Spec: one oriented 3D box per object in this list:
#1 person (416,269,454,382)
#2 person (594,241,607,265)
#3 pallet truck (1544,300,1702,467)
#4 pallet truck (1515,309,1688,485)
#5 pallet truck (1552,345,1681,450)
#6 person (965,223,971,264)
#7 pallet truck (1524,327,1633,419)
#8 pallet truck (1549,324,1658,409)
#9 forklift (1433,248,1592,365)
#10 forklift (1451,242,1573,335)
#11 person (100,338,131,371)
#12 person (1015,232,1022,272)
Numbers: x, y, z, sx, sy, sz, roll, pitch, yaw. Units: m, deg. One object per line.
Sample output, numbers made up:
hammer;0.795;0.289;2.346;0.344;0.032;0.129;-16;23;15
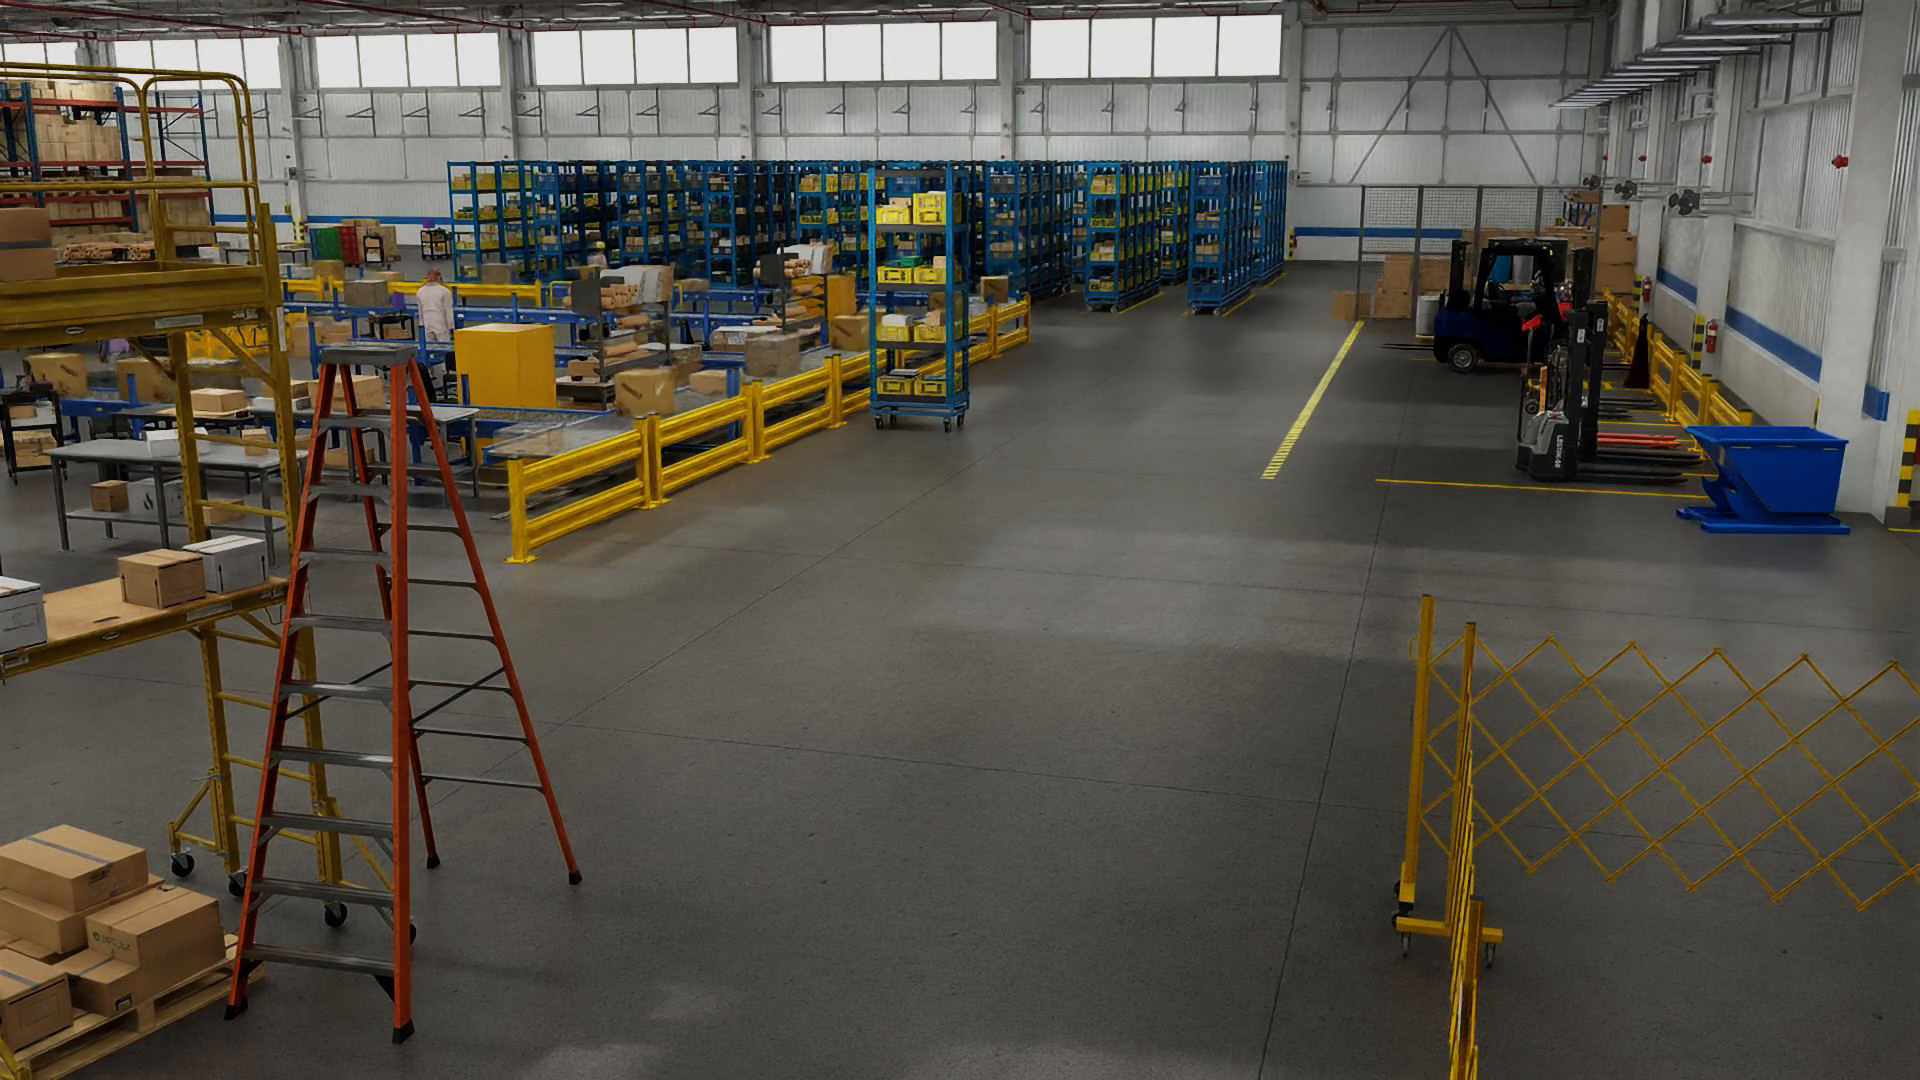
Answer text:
person;-8.822;-3.625;28.095;0.645;1.900;0.395;4;14;16
person;-8.516;-6.281;39.901;0.783;1.736;0.549;3;13;15
pallet truck;8.263;-1.952;20.631;1.885;1.965;0.823;5;14;20
pallet truck;7.554;-1.677;19.446;1.885;1.965;0.823;3;13;14
pallet truck;8.641;-1.896;21.908;1.630;1.274;0.653;4;14;16
person;0.247;-9.301;52.398;0.391;1.987;0.608;6;14;26
pallet truck;9.065;-2.460;24.370;1.522;1.261;0.704;3;13;14
pallet truck;9.824;-2.669;25.407;1.601;1.201;0.680;4;14;16
forklift;9.780;-4.111;29.280;2.680;1.987;1.157;3;13;14
forklift;10.464;-4.597;31.405;2.680;1.987;1.157;4;14;16
person;-12.284;-2.792;24.163;0.378;2.044;0.607;2;13;8
person;1.911;-8.316;48.519;0.826;1.810;0.594;5;14;22
